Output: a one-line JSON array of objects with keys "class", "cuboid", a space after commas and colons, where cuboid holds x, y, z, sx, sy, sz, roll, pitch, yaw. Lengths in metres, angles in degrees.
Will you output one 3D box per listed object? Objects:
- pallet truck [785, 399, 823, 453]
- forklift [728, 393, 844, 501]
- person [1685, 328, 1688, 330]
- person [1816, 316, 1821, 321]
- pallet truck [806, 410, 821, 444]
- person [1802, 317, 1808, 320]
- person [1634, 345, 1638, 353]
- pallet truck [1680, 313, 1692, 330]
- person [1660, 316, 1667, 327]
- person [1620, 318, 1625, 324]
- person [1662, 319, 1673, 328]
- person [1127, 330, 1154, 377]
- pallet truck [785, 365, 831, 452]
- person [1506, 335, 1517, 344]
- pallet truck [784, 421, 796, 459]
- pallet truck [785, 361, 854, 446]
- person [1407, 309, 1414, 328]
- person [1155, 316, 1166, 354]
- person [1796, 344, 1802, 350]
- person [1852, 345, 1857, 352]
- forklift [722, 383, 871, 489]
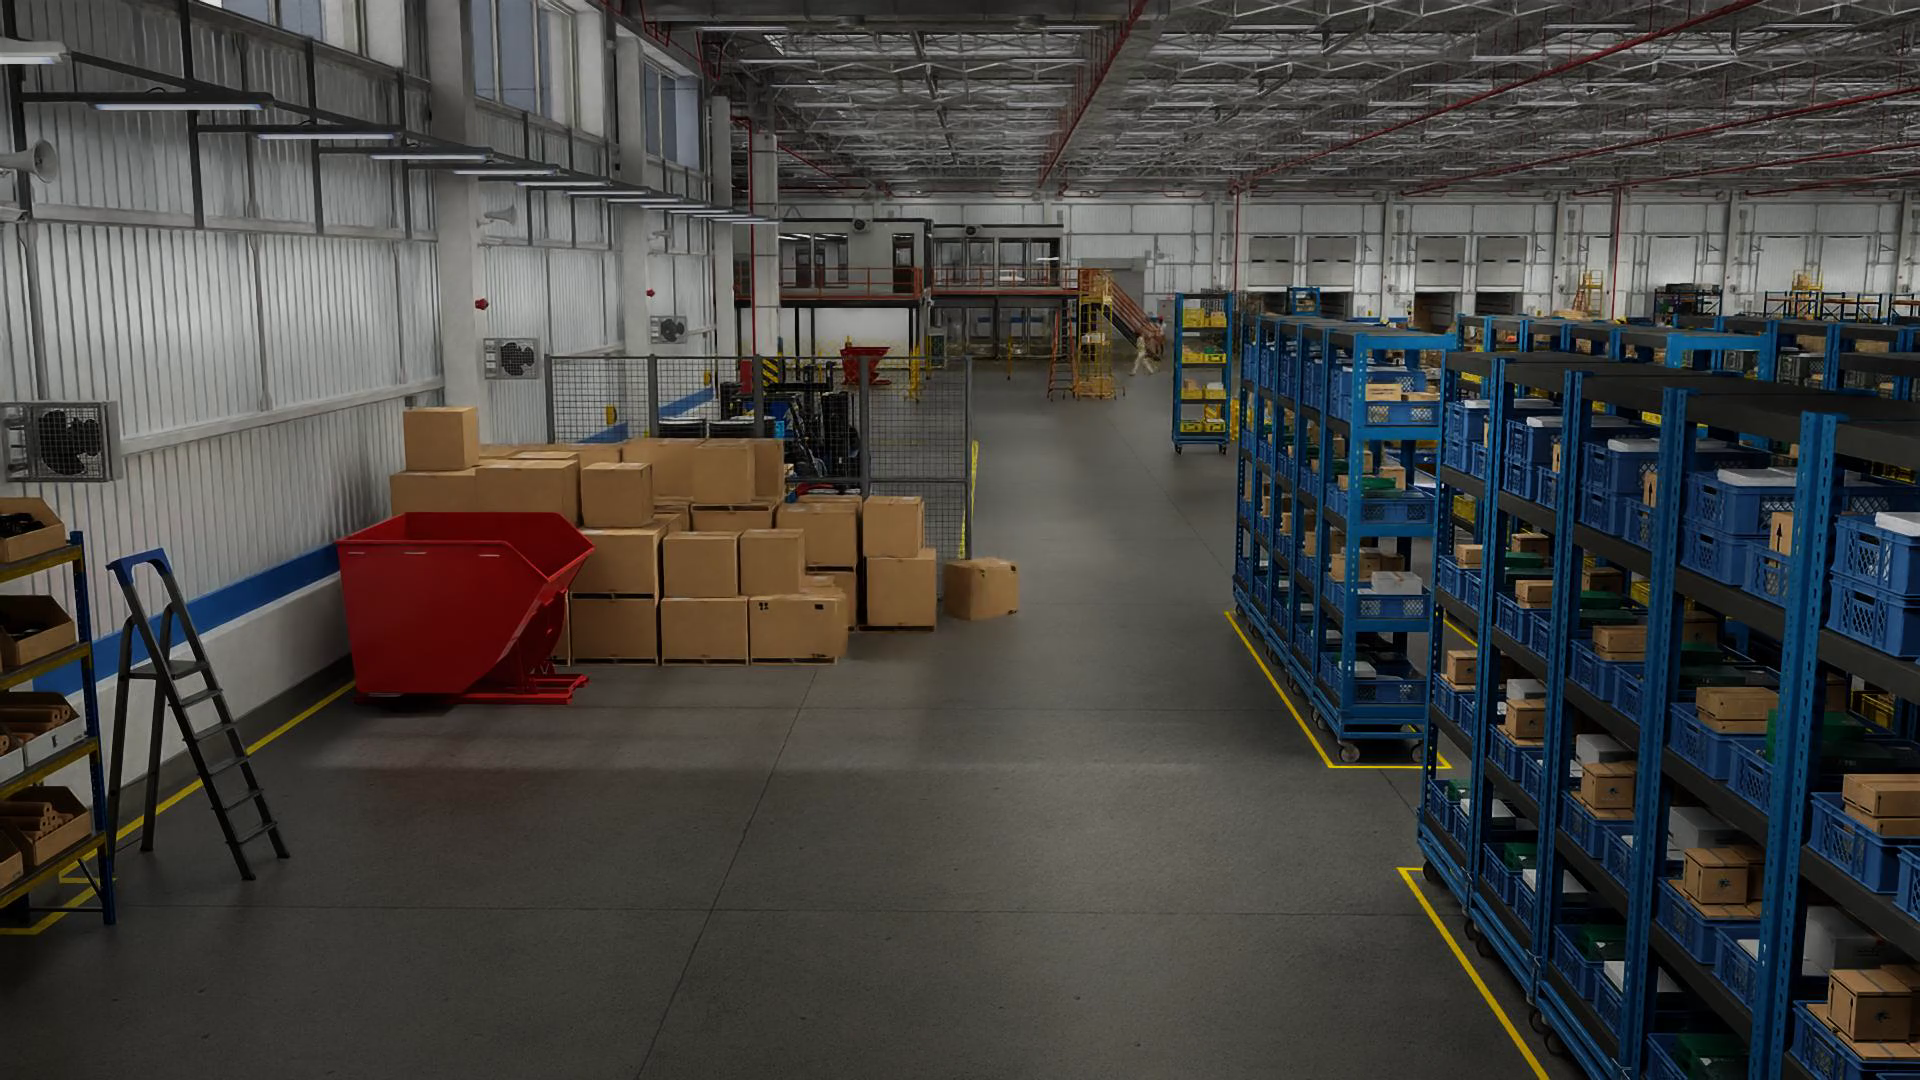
[{"class": "pallet truck", "cuboid": [-3.814, -2.432, 36.419, 1.630, 1.274, 0.653, 0, 9, 1]}, {"class": "forklift", "cuboid": [-2.979, -1.316, 26.476, 2.680, 1.987, 1.157, 0, 9, 1]}, {"class": "person", "cuboid": [26.630, -6.775, 61.111, 0.410, 1.984, 0.689, -6, 11, -31]}, {"class": "person", "cuboid": [41.236, -9.780, 79.897, 0.391, 1.911, 0.584, -1, 9, -5]}, {"class": "pallet truck", "cuboid": [-3.559, -2.018, 33.905, 1.522, 1.261, 0.704, 0, 9, -1]}, {"class": "person", "cuboid": [42.228, -10.246, 83.082, 0.913, 1.798, 0.645, 2, 9, 12]}, {"class": "person", "cuboid": [25.967, -7.219, 63.678, 0.788, 2.000, 0.706, 6, 11, 34]}, {"class": "pallet truck", "cuboid": [36.315, -10.531, 84.244, 0.823, 1.965, 1.885, -6, 11, -33]}, {"class": "person", "cuboid": [33.867, -9.810, 80.024, 0.442, 1.920, 0.649, 6, 11, 34]}, {"class": "person", "cuboid": [30.848, -9.418, 77.626, 0.586, 1.920, 0.398, 8, 12, 41]}, {"class": "person", "cuboid": [32.777, -9.307, 77.084, 0.509, 1.872, 0.328, 1, 9, 4]}, {"class": "person", "cuboid": [7.056, -7.238, 64.488, 1.041, 1.829, 0.611, -1, 9, -4]}, {"class": "pallet truck", "cuboid": [-3.774, -2.976, 37.635, 1.885, 1.965, 0.823, 1, 9, 5]}, {"class": "person", "cuboid": [17.538, -5.486, 52.965, 0.368, 2.048, 0.608, 3, 10, 16]}, {"class": "pallet truck", "cuboid": [-4.013, -1.793, 32.705, 1.601, 1.201, 0.680, 0, 9, 1]}, {"class": "pallet truck", "cuboid": [-3.410, -3.193, 38.978, 1.885, 1.965, 0.823, 0, 9, -1]}, {"class": "person", "cuboid": [25.603, -12.184, 94.691, 0.397, 1.918, 0.588, 6, 11, 35]}, {"class": "person", "cuboid": [9.856, -10.104, 81.905, 0.541, 1.906, 0.948, 0, 9, -1]}, {"class": "person", "cuboid": [27.986, -5.728, 55.652, 0.546, 1.671, 0.719, 0, 9, 2]}, {"class": "person", "cuboid": [28.070, -5.262, 52.287, 0.615, 1.816, 0.538, 1, 9, 6]}, {"class": "forklift", "cuboid": [-2.893, -1.687, 28.729, 2.680, 1.987, 1.157, 0, 9, -1]}]
